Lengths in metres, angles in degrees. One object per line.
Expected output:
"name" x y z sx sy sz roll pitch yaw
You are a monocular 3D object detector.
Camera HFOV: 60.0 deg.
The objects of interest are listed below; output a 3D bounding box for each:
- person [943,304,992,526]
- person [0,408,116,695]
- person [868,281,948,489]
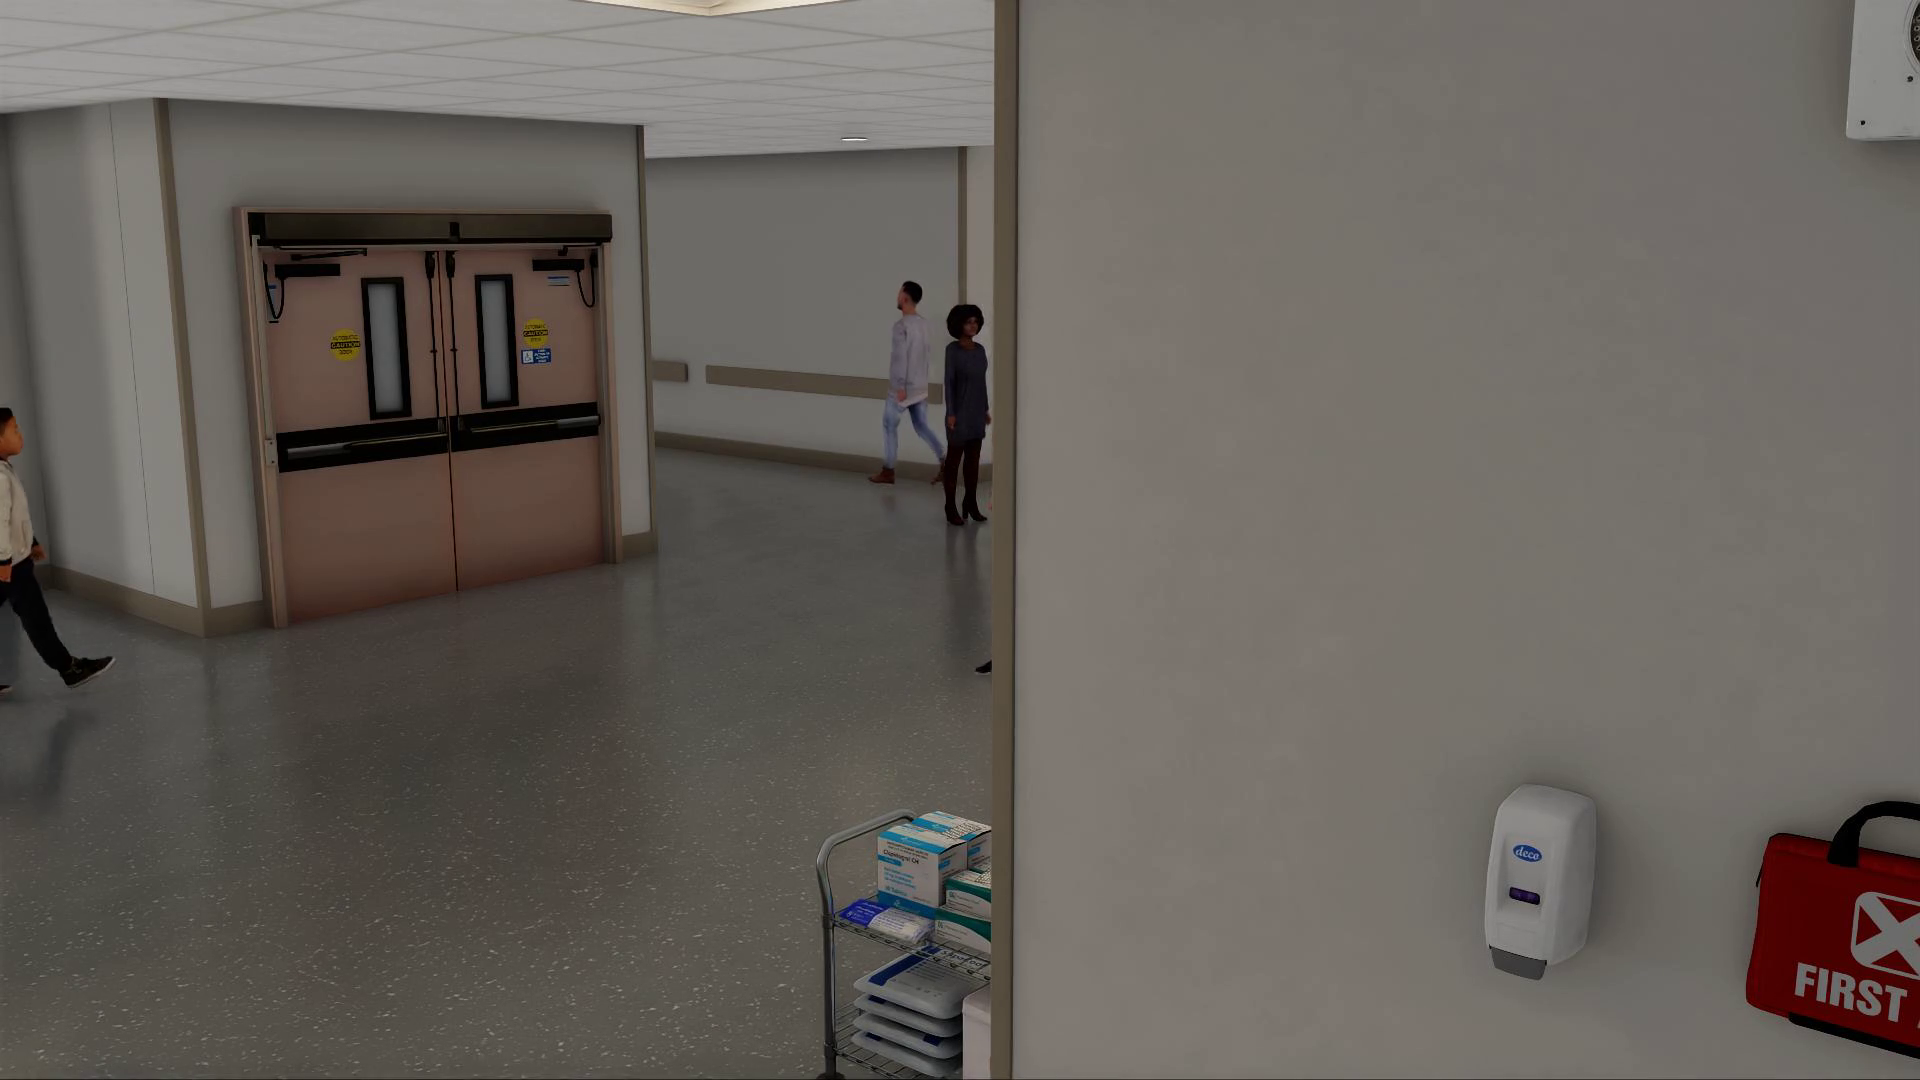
"person" 0.040 -0.990 13.041 0.495 1.711 0.671 -9 14 -41
"person" -4.731 0.100 8.083 0.998 1.418 0.755 -8 13 -35
"person" -0.368 -1.331 14.575 0.824 1.810 1.098 7 13 34
